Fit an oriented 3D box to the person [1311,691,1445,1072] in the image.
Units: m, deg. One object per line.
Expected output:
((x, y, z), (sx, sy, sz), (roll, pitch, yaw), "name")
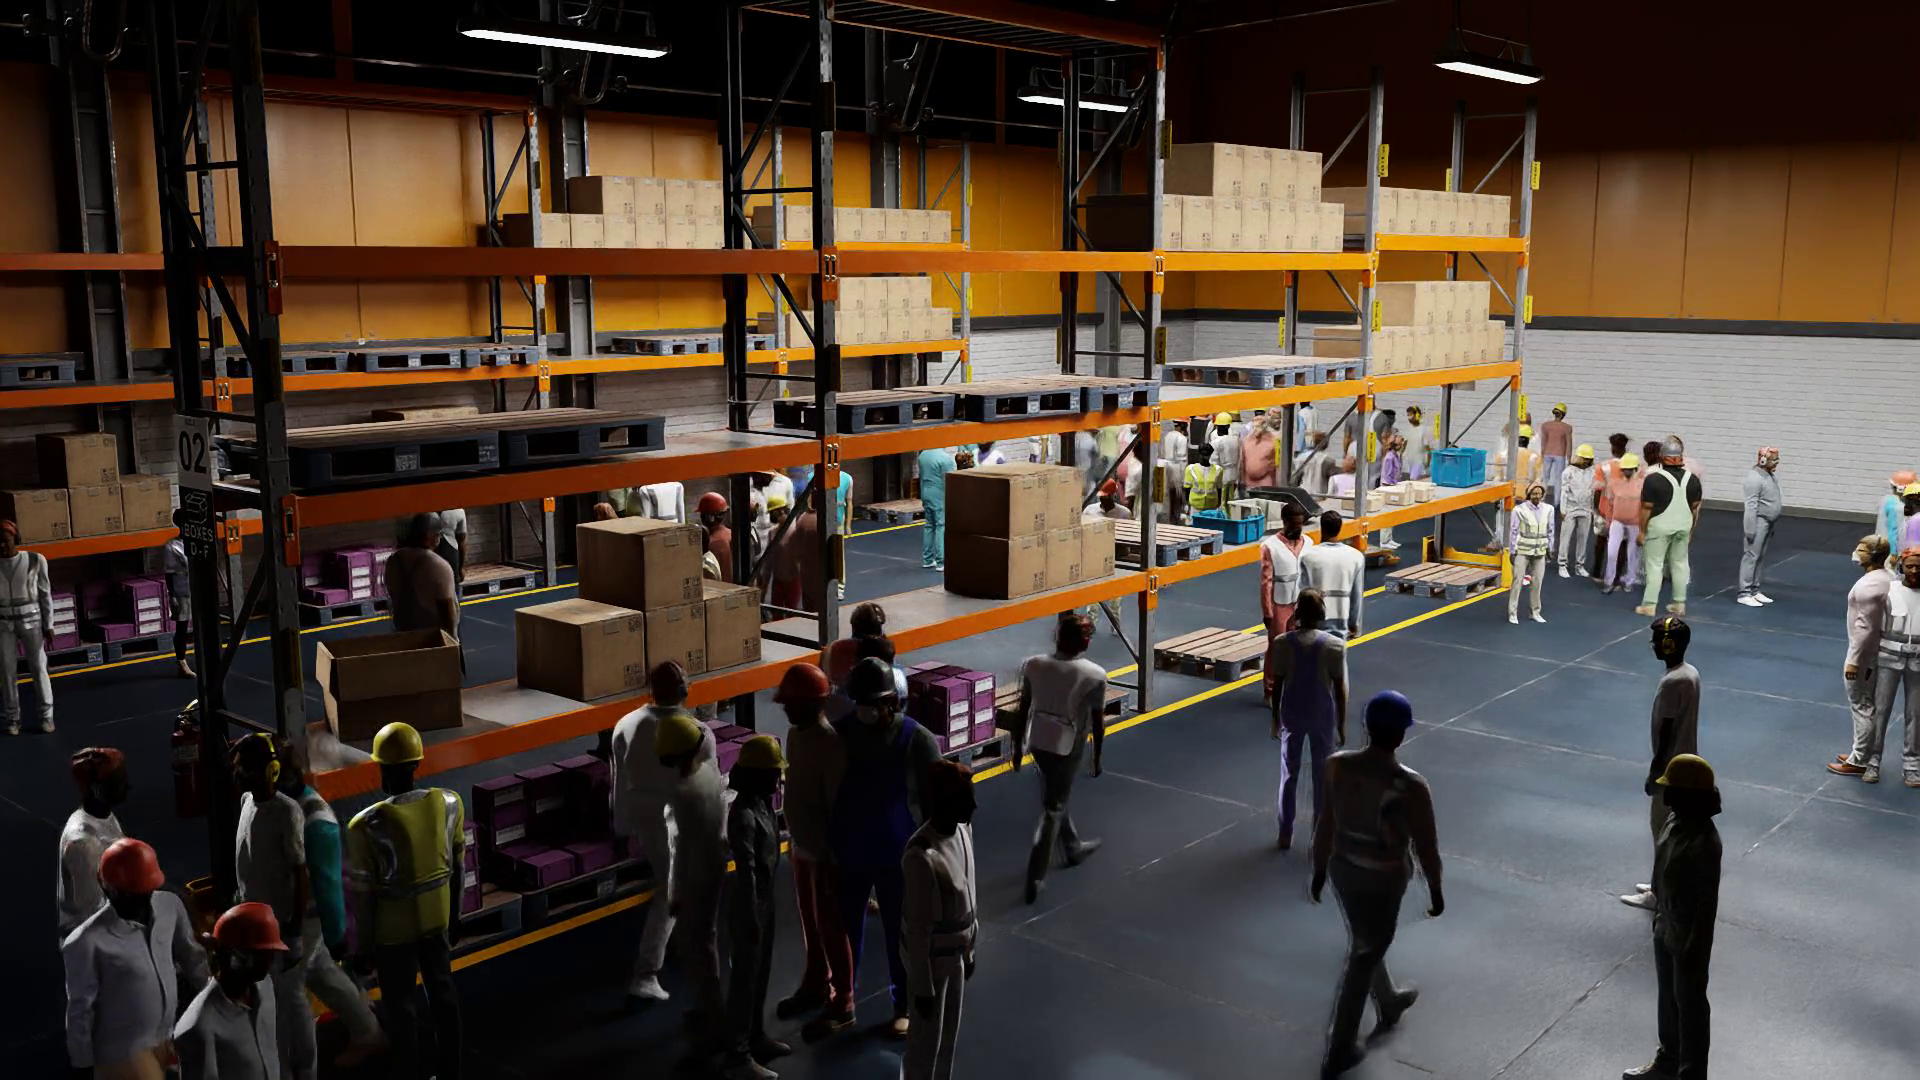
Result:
((2.183, 1.703, 8.520), (0.967, 1.899, 0.642), (-8, 12, -39), "person")

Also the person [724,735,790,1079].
((-1.005, 1.821, 8.336), (0.321, 1.737, 0.489), (1, 10, 6), "person")

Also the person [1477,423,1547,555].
((7.681, -0.676, 22.842), (0.994, 1.883, 0.650), (7, 12, 38), "person")

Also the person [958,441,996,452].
((0.226, -0.904, 23.846), (0.610, 1.986, 0.392), (-4, 10, -24), "person")

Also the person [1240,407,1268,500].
((4.644, -1.211, 25.910), (0.588, 1.913, 0.398), (1, 10, 6), "person")

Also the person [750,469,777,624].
((-2.205, 0.053, 18.324), (0.411, 1.922, 0.557), (0, 10, 1), "person")

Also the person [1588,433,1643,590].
((8.223, -0.386, 20.908), (0.614, 1.922, 0.914), (2, 10, 10), "person")

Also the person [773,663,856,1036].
((-0.776, 1.617, 8.806), (0.409, 1.985, 0.627), (-5, 11, -29), "person")

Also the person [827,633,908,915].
((-0.578, 1.440, 10.383), (0.537, 1.813, 0.645), (9, 13, 42), "person")

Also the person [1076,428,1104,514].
((1.803, -0.809, 23.474), (0.431, 1.918, 0.666), (1, 10, 3), "person")

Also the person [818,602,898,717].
((-0.668, 1.323, 11.068), (0.658, 1.820, 0.433), (6, 11, 31), "person")

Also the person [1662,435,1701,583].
((8.932, -0.364, 20.867), (0.411, 1.917, 0.650), (-9, 13, -44), "person")

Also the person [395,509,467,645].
((-5.354, 0.238, 16.867), (0.681, 2.000, 0.535), (-4, 10, -22), "person")

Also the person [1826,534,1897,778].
((7.165, 0.909, 13.160), (0.362, 1.939, 0.635), (9, 13, 42), "person")

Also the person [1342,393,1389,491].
((6.581, -1.466, 27.036), (0.702, 2.000, 1.012), (2, 10, 9), "person")

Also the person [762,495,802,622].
((-1.753, 0.415, 16.732), (0.588, 1.740, 0.369), (9, 13, 44), "person")

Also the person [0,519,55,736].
((-8.126, 0.748, 14.313), (0.584, 1.877, 0.362), (-4, 10, -23), "person")

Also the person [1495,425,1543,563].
((7.472, -0.583, 22.269), (0.589, 1.883, 0.686), (4, 10, 22), "person")

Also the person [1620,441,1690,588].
((8.705, -0.310, 20.683), (0.648, 1.860, 0.995), (-6, 11, -30), "person")

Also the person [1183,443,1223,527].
((3.221, -0.451, 22.015), (0.532, 1.692, 0.320), (0, 10, -2), "person")

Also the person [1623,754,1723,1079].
((3.454, 1.872, 7.996), (0.295, 1.744, 0.485), (0, 10, 0), "person")

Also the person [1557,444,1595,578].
((7.980, -0.372, 21.430), (0.486, 1.737, 0.324), (-1, 10, -6), "person")

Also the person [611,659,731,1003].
((-1.637, 1.598, 9.315), (0.659, 1.859, 1.010), (4, 10, 25), "person")

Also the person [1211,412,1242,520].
((3.759, -0.859, 23.746), (0.587, 1.930, 0.359), (-8, 12, -39), "person")

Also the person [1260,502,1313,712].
((2.961, 0.598, 15.122), (0.597, 1.909, 0.405), (-6, 11, -32), "person")

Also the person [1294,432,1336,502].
((4.667, -0.546, 22.270), (0.702, 1.810, 0.362), (2, 10, 14), "person")

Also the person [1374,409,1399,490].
((6.960, -1.271, 26.949), (0.551, 1.678, 0.626), (-4, 10, -23), "person")

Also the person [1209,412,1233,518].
((3.946, -1.051, 25.150), (0.390, 1.841, 0.564), (7, 12, 34), "person")

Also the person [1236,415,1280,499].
((4.274, -0.845, 23.798), (0.643, 1.887, 0.435), (8, 12, 38), "person")

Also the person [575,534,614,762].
((-2.910, 0.866, 13.336), (0.363, 1.966, 0.610), (1, 10, 4), "person")

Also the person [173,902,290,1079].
((-2.723, 2.199, 6.228), (0.937, 1.685, 0.606), (2, 10, 12), "person")

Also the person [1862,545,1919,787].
((7.340, 0.977, 12.928), (0.576, 1.882, 0.355), (4, 10, 22), "person")

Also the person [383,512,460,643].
((-4.491, 0.730, 13.929), (0.693, 2.000, 0.699), (4, 10, 22), "person")

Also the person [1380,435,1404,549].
((6.116, -0.683, 23.590), (0.318, 1.631, 0.524), (4, 10, 20), "person")

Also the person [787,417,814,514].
((-2.043, -0.663, 22.349), (0.653, 2.002, 0.550), (8, 13, 41), "person")

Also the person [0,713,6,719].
((-8.682, 0.719, 14.560), (0.389, 1.850, 0.564), (0, 10, 3), "person")

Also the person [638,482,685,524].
((-3.385, -0.022, 18.883), (0.578, 1.882, 0.346), (-8, 13, -41), "person")
